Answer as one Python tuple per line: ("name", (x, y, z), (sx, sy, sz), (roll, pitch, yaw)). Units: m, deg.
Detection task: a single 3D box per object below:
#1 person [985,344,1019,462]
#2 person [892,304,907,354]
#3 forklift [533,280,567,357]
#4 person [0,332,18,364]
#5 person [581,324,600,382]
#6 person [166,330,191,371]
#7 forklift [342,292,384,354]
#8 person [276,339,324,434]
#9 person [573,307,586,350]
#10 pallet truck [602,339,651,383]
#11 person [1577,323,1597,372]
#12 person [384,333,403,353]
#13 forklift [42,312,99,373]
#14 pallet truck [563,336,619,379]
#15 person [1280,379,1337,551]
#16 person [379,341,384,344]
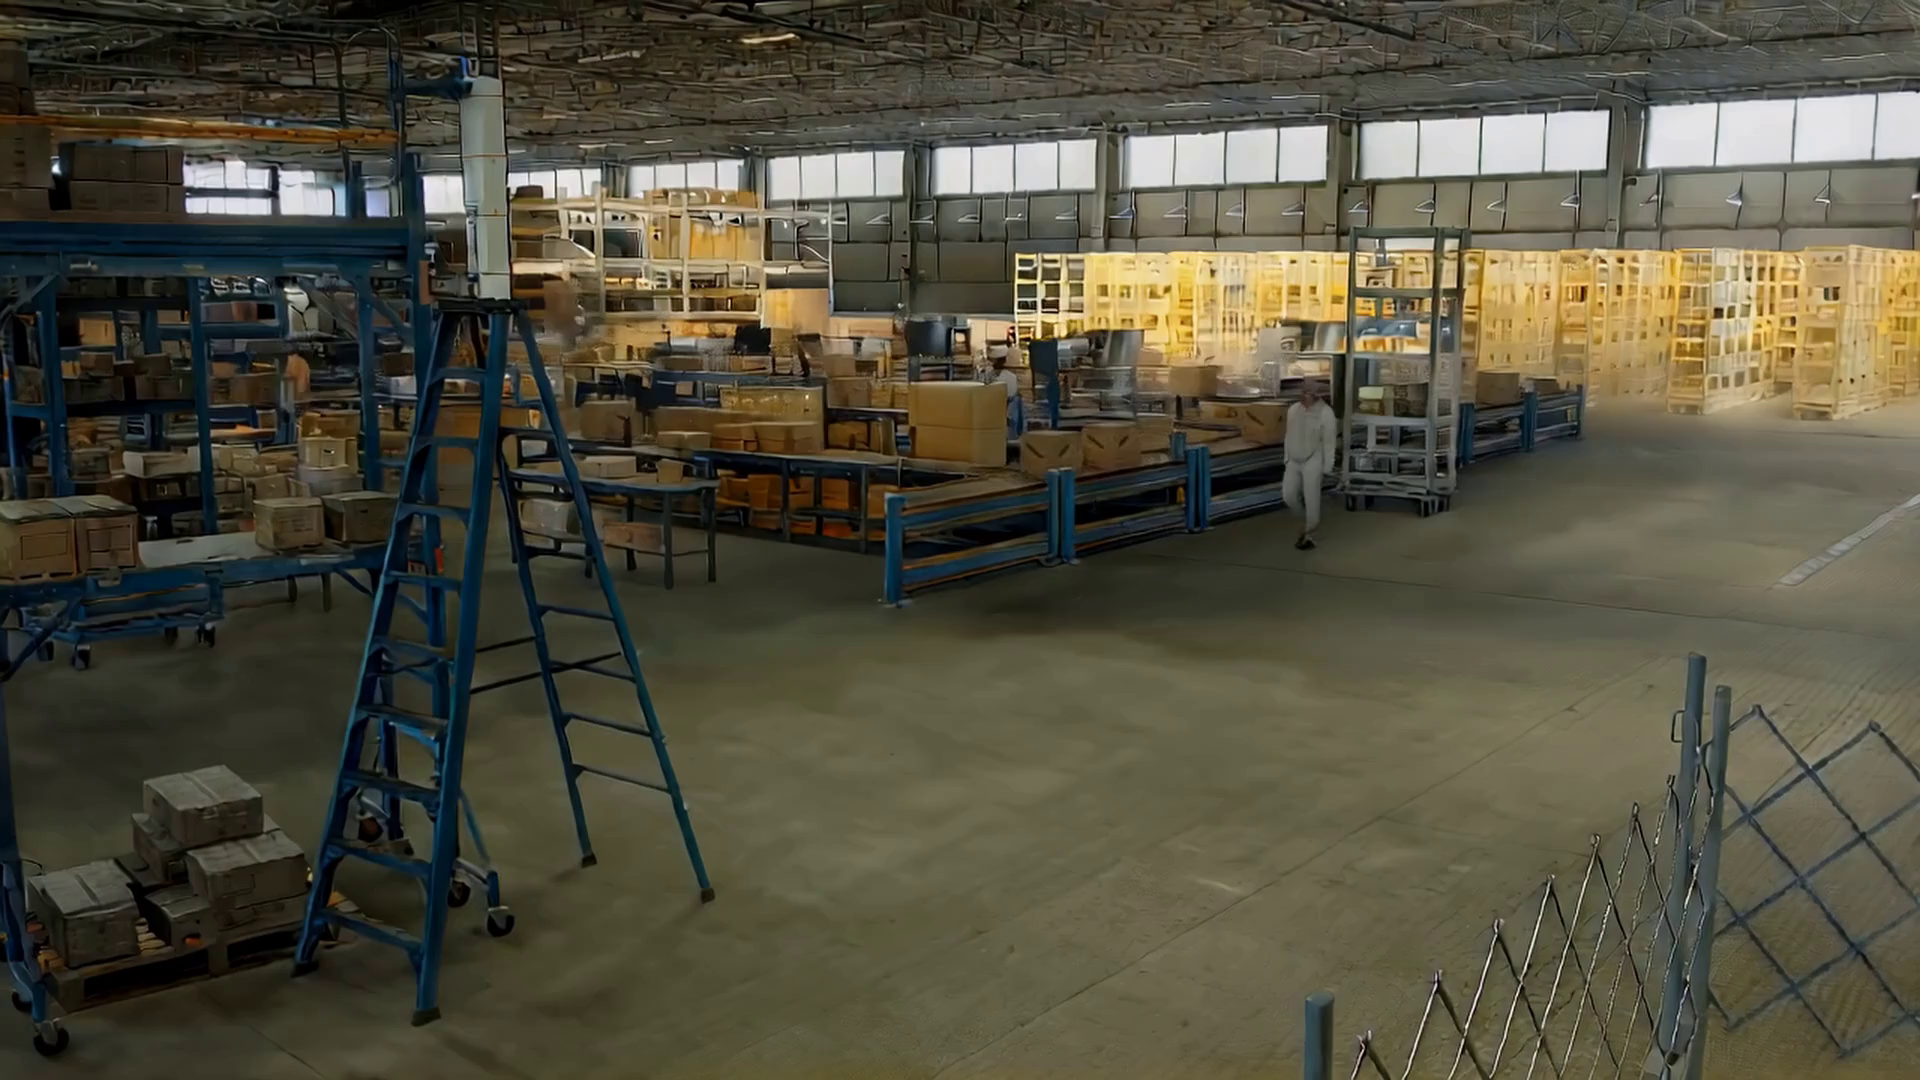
("person", (0.536, -1.737, 23.473), (0.605, 2.045, 0.379), (8, 12, 43))
("person", (-2.232, -7.933, 62.574), (0.618, 1.912, 0.815), (-4, 10, -24))
("forklift", (-13.175, -7.053, 54.048), (1.873, 2.768, 1.129), (-8, 12, -41))
("person", (-23.918, -4.454, 41.743), (0.640, 1.611, 0.526), (8, 12, 41))
("person", (-9.365, -4.595, 42.248), (0.395, 1.744, 0.611), (8, 12, 41))
("person", (-18.602, -4.149, 39.607), (0.535, 1.697, 0.318), (-2, 9, -13))
("forklift", (-16.485, -5.622, 45.120), (1.129, 2.768, 1.873), (7, 11, 37))
("person", (-12.457, -2.867, 31.279), (0.775, 1.805, 0.598), (-9, 13, -44))
("person", (-12.822, -6.833, 55.629), (0.981, 1.946, 0.589), (2, 9, 15))
("pallet truck", (-8.991, -4.871, 45.351), (0.653, 1.274, 1.630), (7, 11, 37))
("person", (17.063, -5.073, 45.066), (0.873, 1.808, 0.566), (7, 11, 35))
("person", (-14.394, -4.710, 42.354), (0.364, 1.939, 0.542), (6, 11, 35))
("forklift", (-23.779, -5.451, 44.052), (1.873, 2.768, 1.129), (7, 11, 36))
("pallet truck", (-10.690, -5.294, 48.215), (1.601, 1.201, 0.680), (-5, 10, -26))
("person", (3.792, -0.824, 18.234), (0.427, 1.892, 0.677), (-8, 12, -40))
("person", (-17.698, -5.902, 50.365), (0.518, 1.757, 0.339), (-7, 12, -38))
